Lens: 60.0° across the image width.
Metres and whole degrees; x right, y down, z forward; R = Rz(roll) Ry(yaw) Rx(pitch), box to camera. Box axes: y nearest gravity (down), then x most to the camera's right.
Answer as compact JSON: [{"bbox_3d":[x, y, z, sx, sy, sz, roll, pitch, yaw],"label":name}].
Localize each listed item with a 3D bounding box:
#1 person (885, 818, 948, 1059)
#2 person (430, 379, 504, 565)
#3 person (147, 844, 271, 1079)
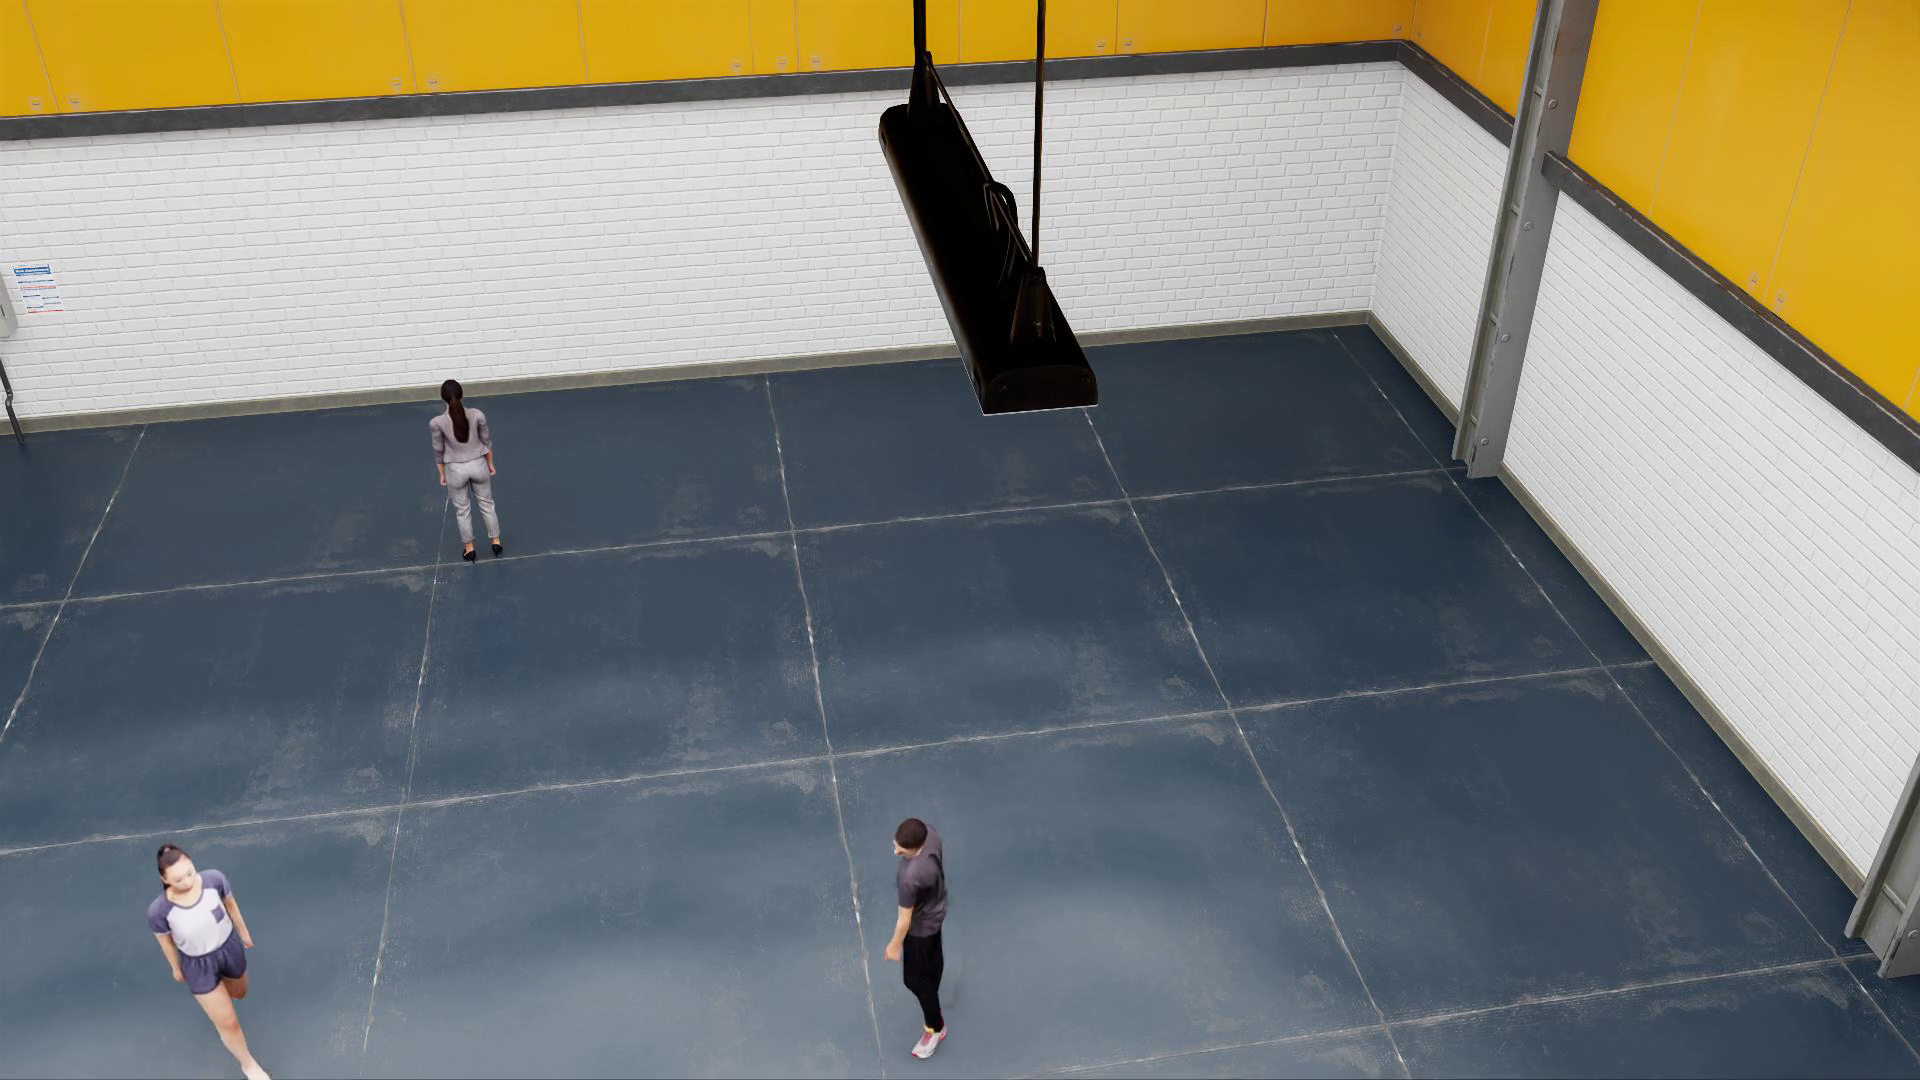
[{"bbox_3d":[-0.197,2.129,9.562,0.933,1.733,0.684,15,36,21],"label":"person"},{"bbox_3d":[-4.051,-0.561,13.658,0.688,1.678,0.680,-15,37,-22],"label":"person"},{"bbox_3d":[-4.249,2.328,9.364,1.065,1.621,0.963,25,41,32],"label":"person"}]
